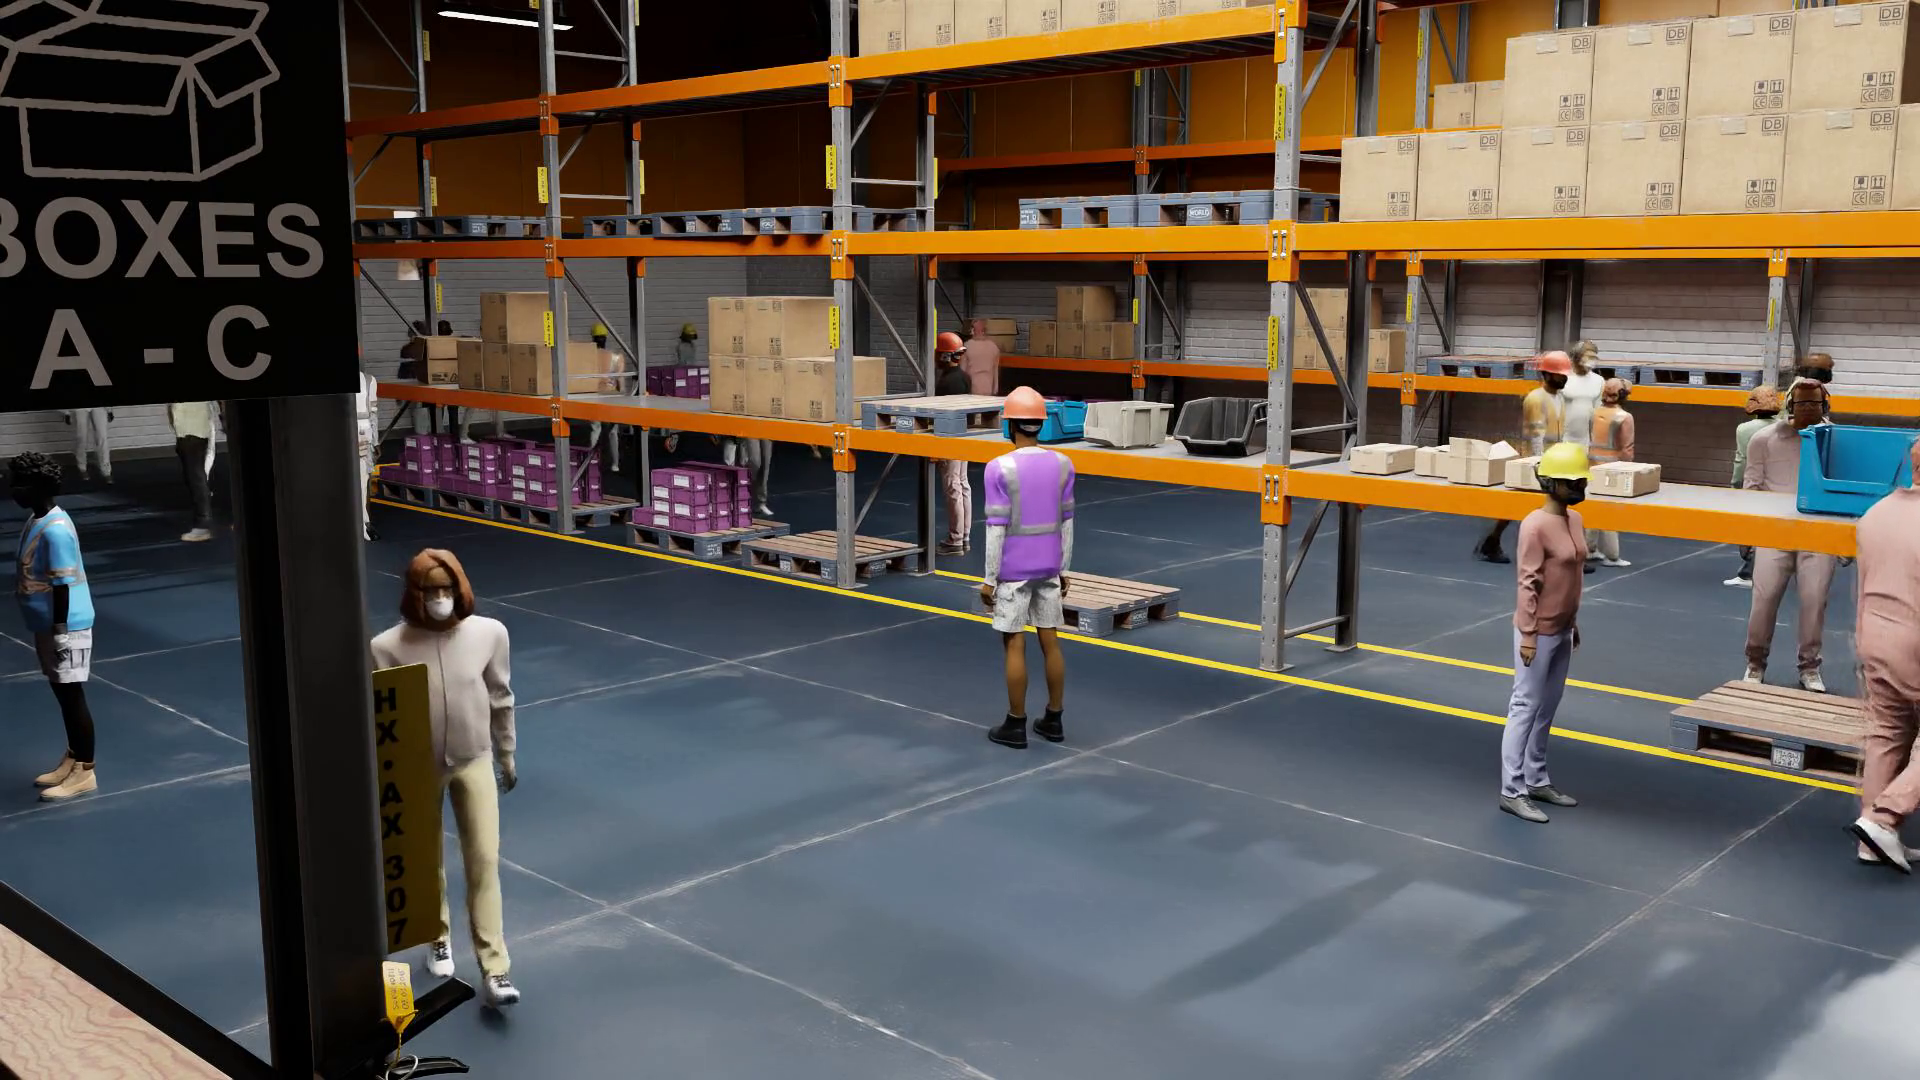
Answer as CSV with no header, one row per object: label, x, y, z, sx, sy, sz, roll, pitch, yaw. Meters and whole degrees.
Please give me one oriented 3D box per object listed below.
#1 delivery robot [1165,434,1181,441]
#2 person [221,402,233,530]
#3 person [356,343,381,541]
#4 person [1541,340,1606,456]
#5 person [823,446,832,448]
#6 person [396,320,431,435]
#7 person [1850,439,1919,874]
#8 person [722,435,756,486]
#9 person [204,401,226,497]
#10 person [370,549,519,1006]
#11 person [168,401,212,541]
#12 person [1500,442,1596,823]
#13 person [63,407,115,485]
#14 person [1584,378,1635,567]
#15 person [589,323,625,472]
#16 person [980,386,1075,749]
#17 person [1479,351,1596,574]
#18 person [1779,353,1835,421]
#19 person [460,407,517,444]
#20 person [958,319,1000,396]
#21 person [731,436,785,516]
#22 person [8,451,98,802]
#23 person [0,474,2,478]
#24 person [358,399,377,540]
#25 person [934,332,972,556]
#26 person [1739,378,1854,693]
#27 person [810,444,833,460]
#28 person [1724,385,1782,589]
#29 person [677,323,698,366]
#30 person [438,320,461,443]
delivery robot,2.474,-1.244,21.396,0.707,0.478,0.477,8,12,40
person,-6.987,-1.006,16.287,0.429,1.841,0.633,0,9,-2
person,-5.701,-0.941,15.583,0.548,1.942,0.348,-7,12,-37
person,5.593,-0.884,15.349,0.682,1.916,0.488,-3,10,-15
person,-1.903,-2.261,23.633,0.531,1.959,0.649,2,10,15
person,-6.950,-1.898,21.576,0.711,1.905,0.671,5,10,28
person,4.028,0.486,6.995,0.439,1.887,0.663,-2,9,-9
person,-2.571,-1.579,19.507,0.372,1.940,0.630,8,12,41
person,-8.345,-1.317,18.230,0.526,1.840,0.867,-1,9,-6
person,-1.781,0.829,5.776,0.530,1.588,0.829,-5,10,-26
person,-7.359,-0.978,15.822,0.414,1.956,0.757,0,9,-2
person,2.768,0.422,7.769,0.325,1.767,0.533,9,13,43
person,-10.440,-1.587,19.894,0.592,1.836,0.987,-8,12,-41
person,5.588,-0.578,14.317,0.335,1.631,0.541,-3,10,-20
person,-4.465,-1.748,20.697,0.598,1.901,0.802,-1,9,-8
person,0.346,0.146,8.932,0.552,1.935,0.373,-5,11,-29
person,4.926,-0.678,14.184,0.532,1.887,1.015,-7,11,-35
person,7.600,-0.794,15.086,0.623,1.807,0.648,7,12,38
person,-6.906,-2.287,24.281,0.941,1.796,0.512,-9,13,-42
person,0.246,-2.025,22.373,0.668,1.892,0.544,-6,11,-34
person,-2.087,-1.193,17.259,0.583,1.906,0.446,-7,12,-37
person,-4.384,0.410,8.070,0.320,1.694,0.534,-7,11,-36
person,-11.948,-1.649,20.273,0.546,1.840,0.446,2,10,13
person,-5.733,-0.790,15.592,0.525,1.637,0.307,-7,12,-38
person,-0.081,-0.856,14.898,0.379,1.996,0.608,3,10,17
person,5.074,-0.025,10.074,0.654,1.906,0.407,3,10,19
person,-1.791,-2.030,22.076,0.627,1.992,1.017,-4,10,-23
person,6.401,-0.422,13.344,0.497,1.633,0.285,-3,10,-17
person,-4.472,-2.646,26.771,0.750,1.704,0.498,5,11,28
person,-7.193,-2.147,23.271,0.521,1.844,0.331,2,9,10
